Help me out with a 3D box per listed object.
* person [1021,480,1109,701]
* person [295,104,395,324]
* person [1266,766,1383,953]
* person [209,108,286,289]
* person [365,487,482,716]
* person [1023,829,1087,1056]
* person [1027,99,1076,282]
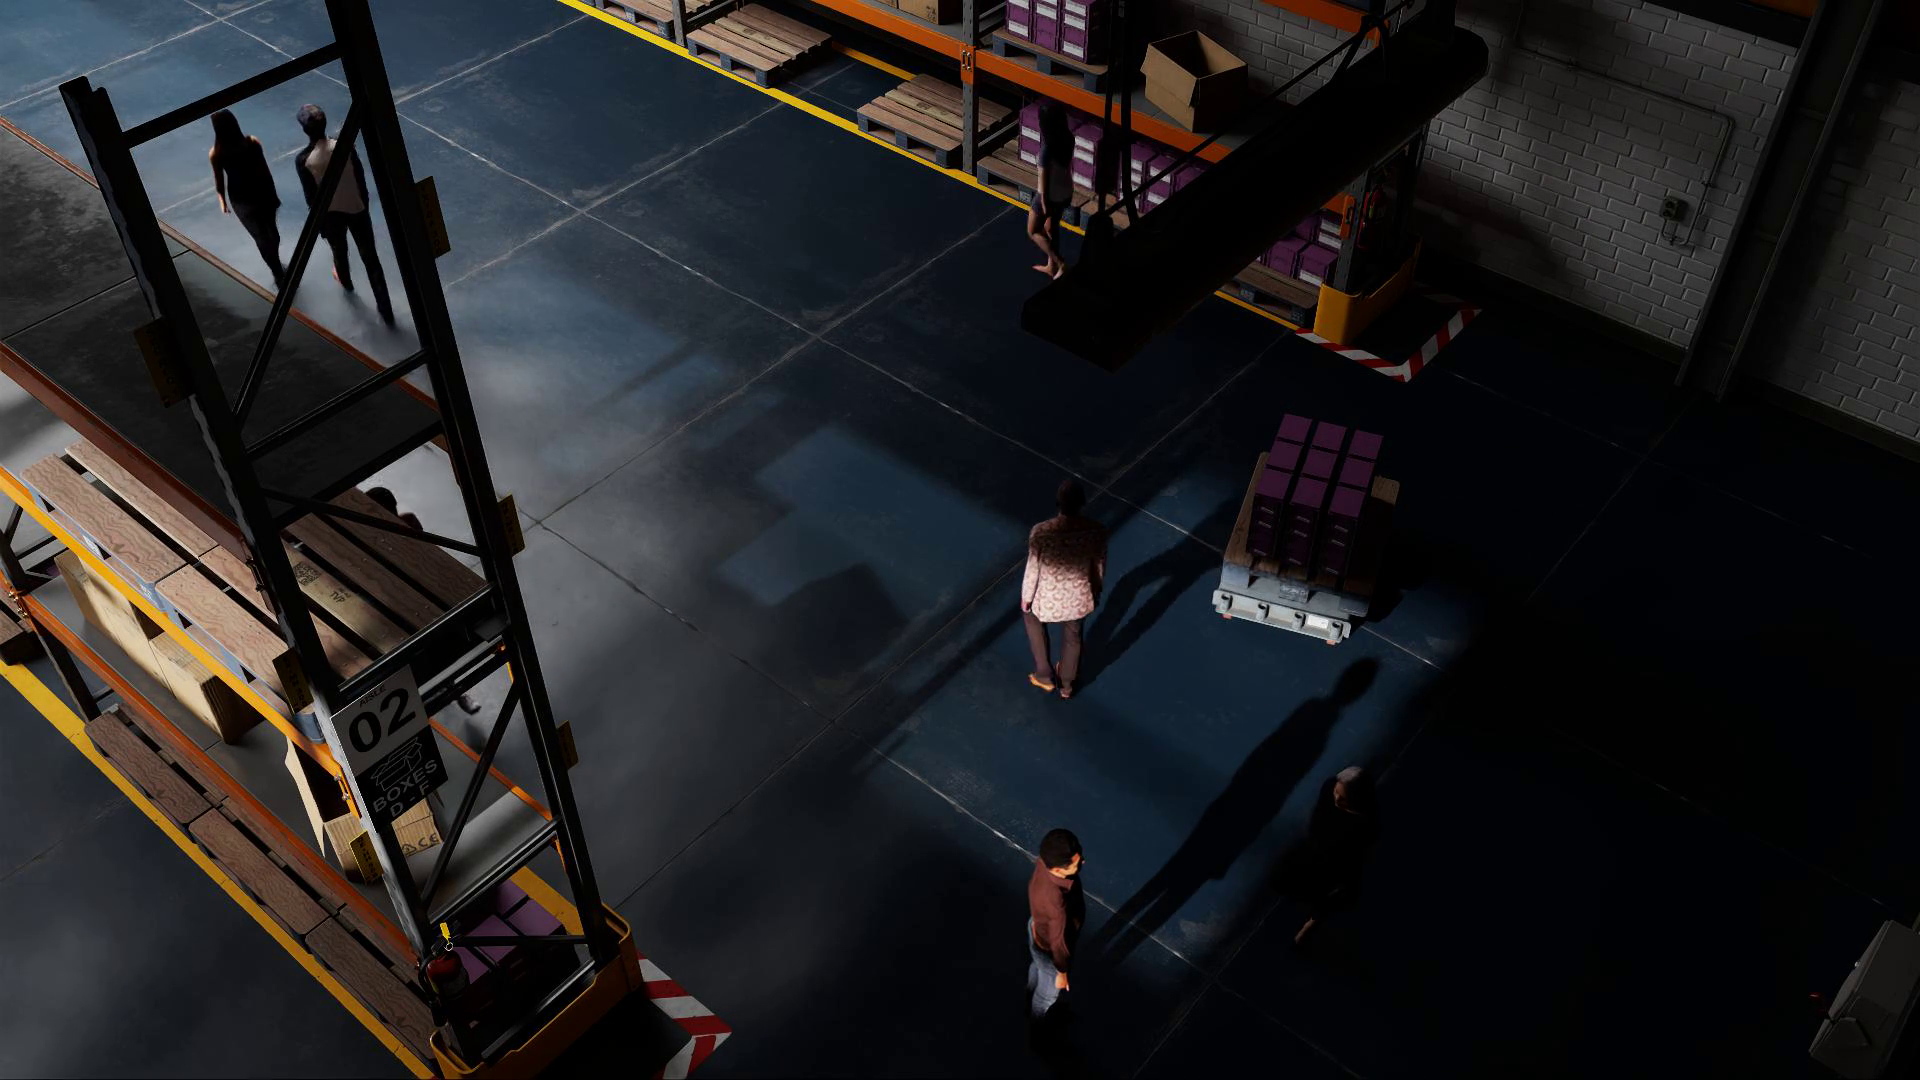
[{"bbox_3d":[0.664,0.402,10.512,0.820,1.793,0.859,-7,44,-8],"label":"person"},{"bbox_3d":[-5.010,-2.631,13.657,0.935,1.846,1.270,-24,48,-23],"label":"person"},{"bbox_3d":[2.104,1.754,9.136,0.773,1.732,0.746,-21,48,-21],"label":"person"},{"bbox_3d":[-5.937,-2.823,13.994,0.746,1.659,1.017,-27,50,-25],"label":"person"},{"bbox_3d":[-3.582,0.300,10.690,1.148,1.694,0.642,26,49,25],"label":"person"},{"bbox_3d":[0.480,2.094,8.746,0.750,1.779,0.707,-1,44,-1],"label":"person"},{"bbox_3d":[0.849,-2.896,14.044,0.678,1.695,0.594,28,50,26],"label":"person"}]
